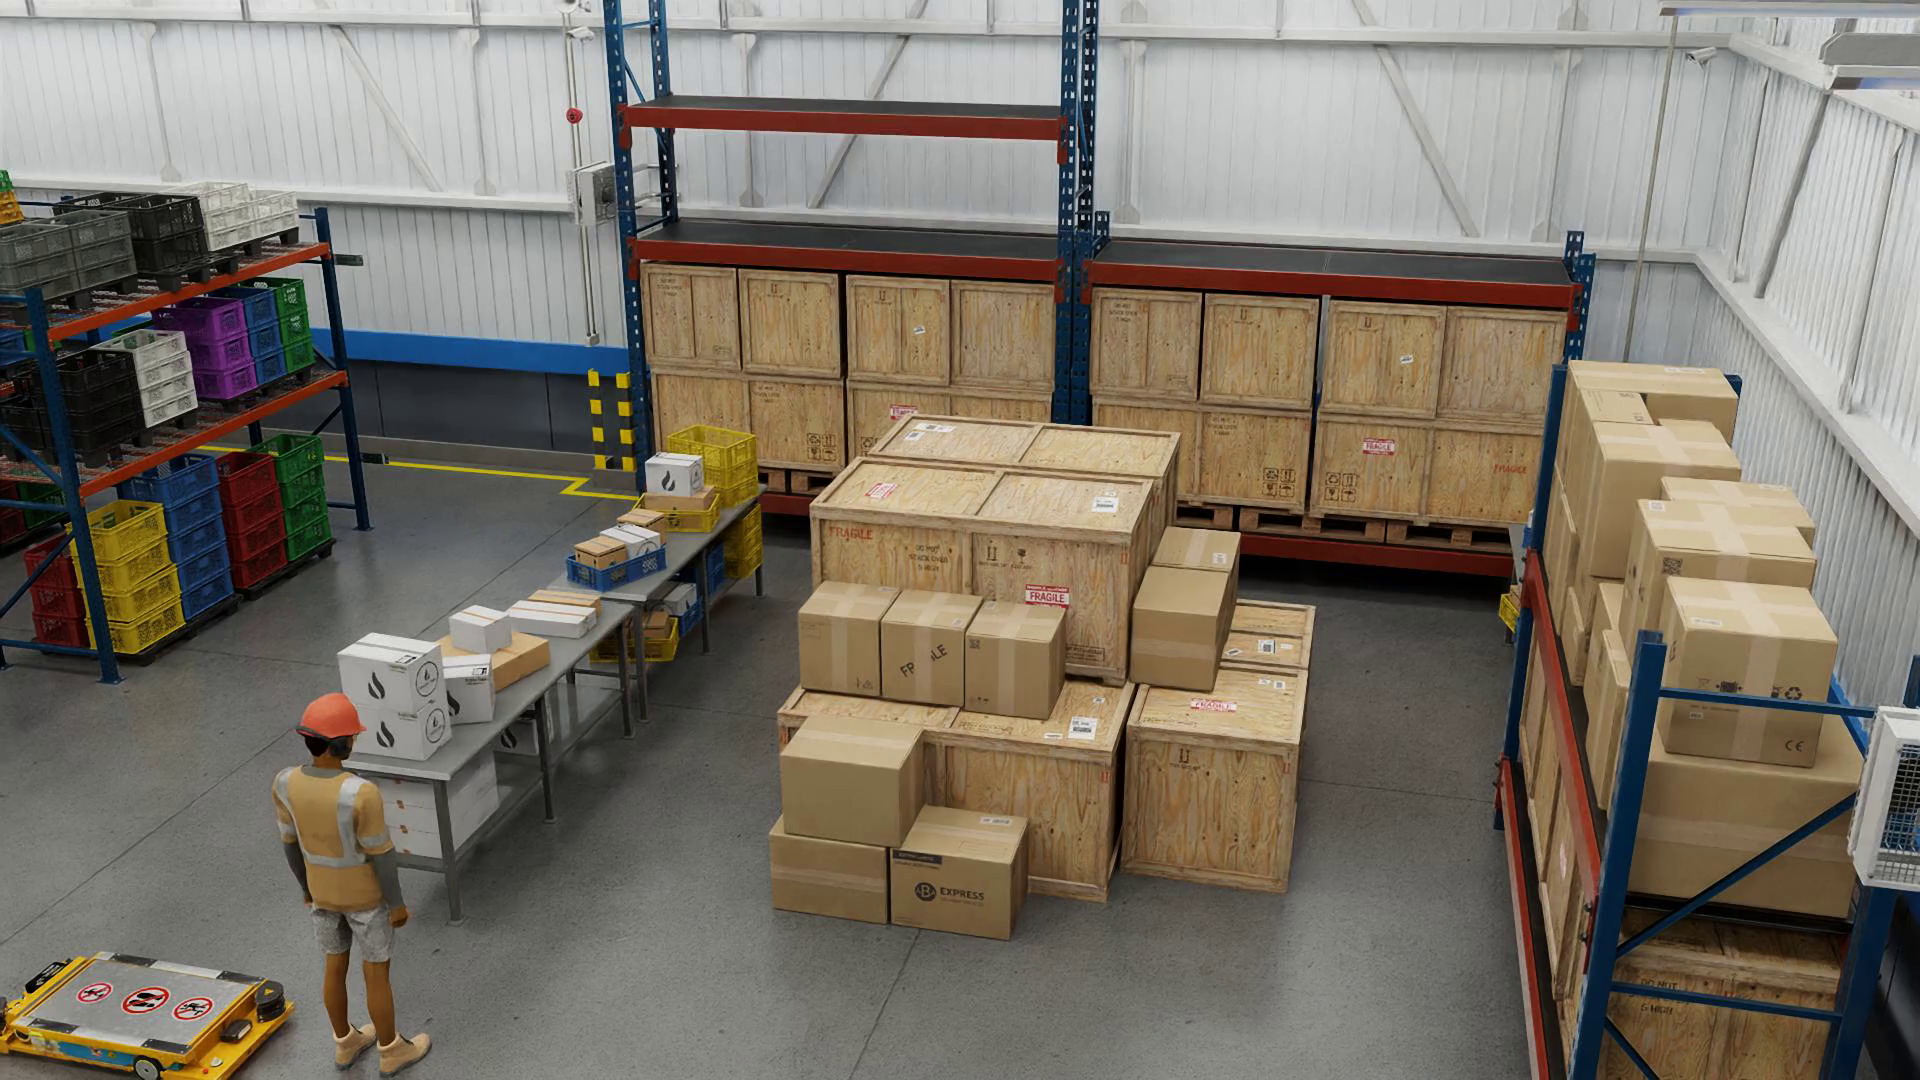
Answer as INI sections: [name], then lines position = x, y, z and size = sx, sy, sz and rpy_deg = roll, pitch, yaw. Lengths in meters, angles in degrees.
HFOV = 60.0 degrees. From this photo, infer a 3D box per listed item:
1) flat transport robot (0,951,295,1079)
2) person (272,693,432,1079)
[flat transport robot]
position = -4.270, 2.464, 8.601
size = 1.431, 0.231, 0.659
rpy_deg = 5, 22, 13
[person]
position = -2.976, 1.697, 8.139
size = 0.604, 2.033, 0.388
rpy_deg = 7, 22, 17
